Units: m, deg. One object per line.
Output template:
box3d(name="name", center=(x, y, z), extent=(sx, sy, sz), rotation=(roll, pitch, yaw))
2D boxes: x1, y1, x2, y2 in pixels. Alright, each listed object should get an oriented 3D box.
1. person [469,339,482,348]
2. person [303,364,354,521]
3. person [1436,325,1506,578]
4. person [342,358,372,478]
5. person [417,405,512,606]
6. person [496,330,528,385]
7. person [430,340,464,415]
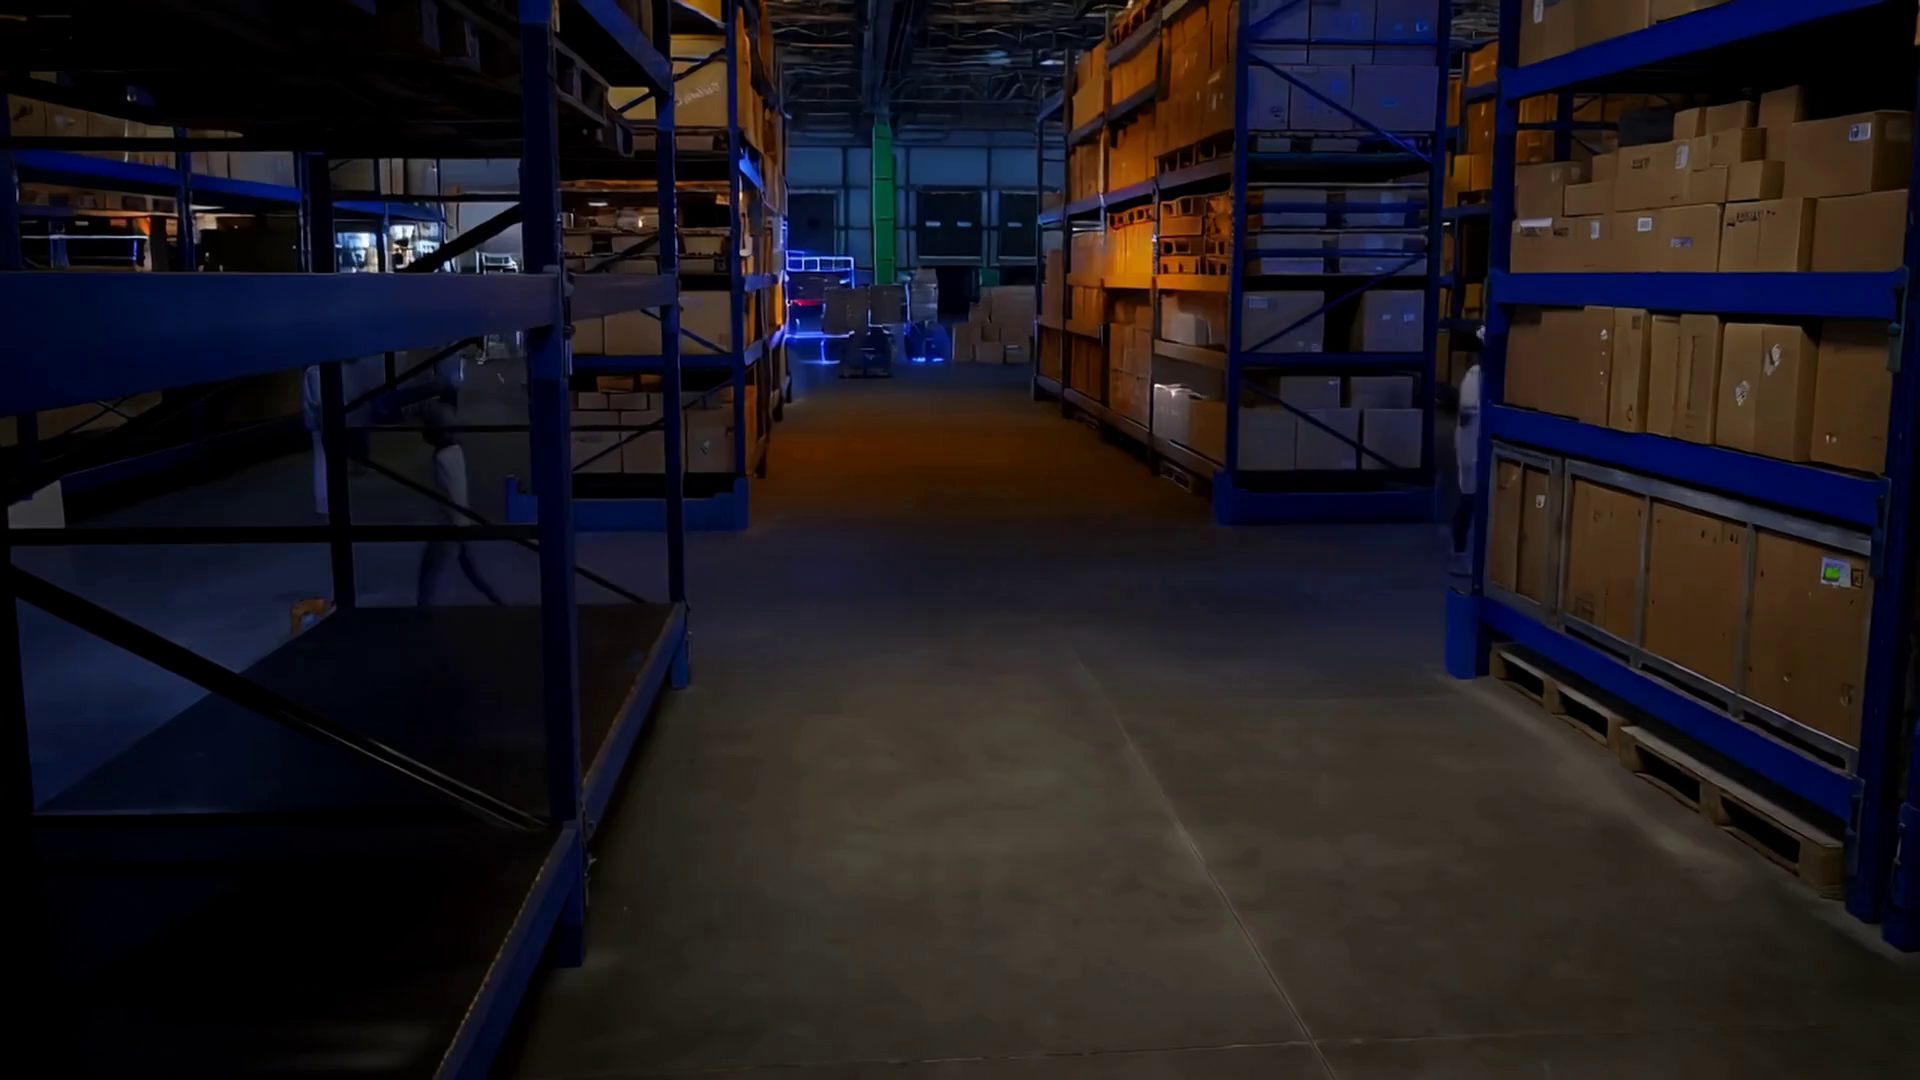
box3d(name="person", center=(-15.965, -7.275, 54.824), extent=(0.391, 1.920, 0.593), rotation=(-8, 12, -41))
box3d(name="person", center=(-6.195, -1.094, 16.305), extent=(0.430, 1.832, 0.633), rotation=(-2, 9, -13))
box3d(name="person", center=(4.134, -0.709, 13.245), extent=(0.447, 2.028, 0.686), rotation=(5, 10, 29))
box3d(name="person", center=(-7.211, -1.566, 19.774), extent=(0.665, 1.671, 0.324), rotation=(8, 12, 42))
box3d(name="person", center=(-3.213, -0.060, 10.619), extent=(0.871, 1.602, 0.497), rotation=(0, 9, -1))
box3d(name="person", center=(-9.775, -4.310, 36.510), extent=(0.849, 1.836, 0.516), rotation=(-7, 12, -39))
box3d(name="person", center=(-8.311, -2.727, 27.017), extent=(0.542, 1.684, 0.566), rotation=(-1, 9, -7))
